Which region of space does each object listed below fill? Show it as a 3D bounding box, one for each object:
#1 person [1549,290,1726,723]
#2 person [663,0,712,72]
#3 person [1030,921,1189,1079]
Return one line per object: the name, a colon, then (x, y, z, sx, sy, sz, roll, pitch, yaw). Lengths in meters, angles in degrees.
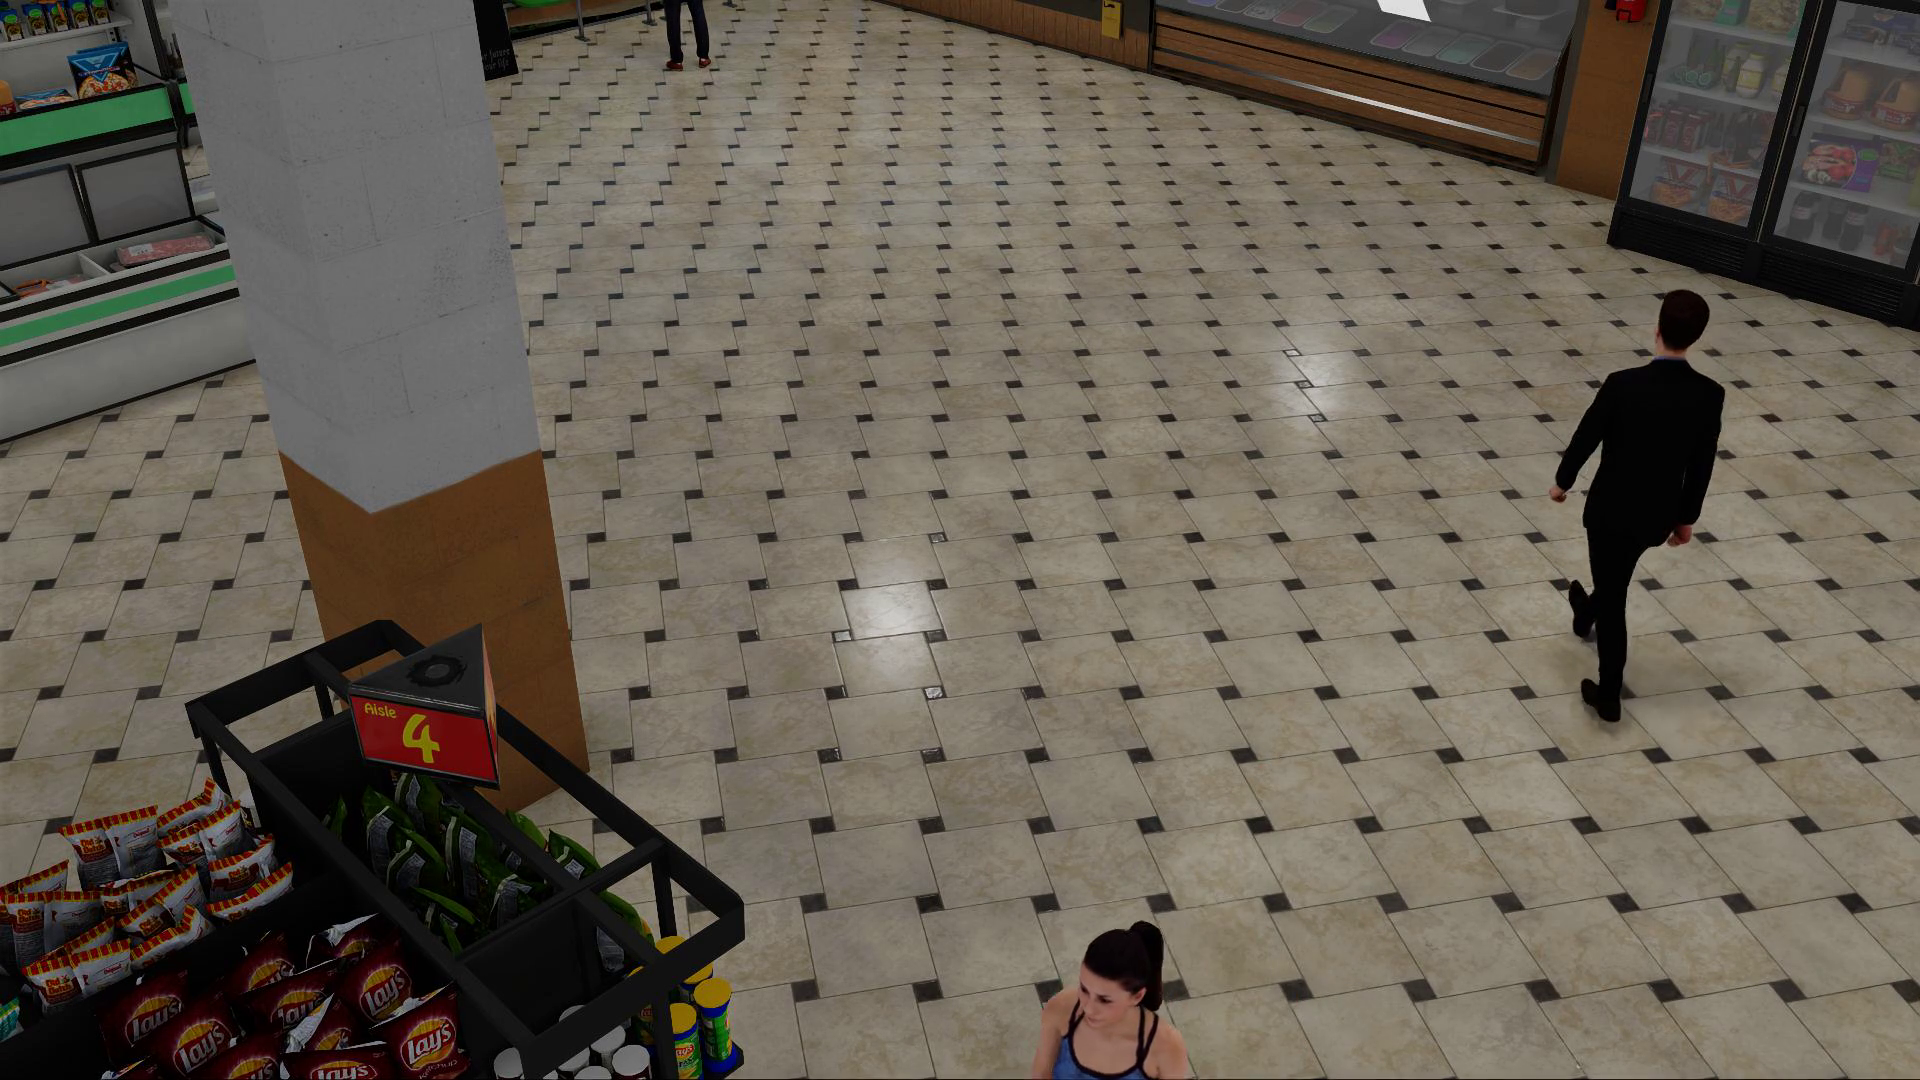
person: (2.837, -0.084, 6.983, 1.188, 1.838, 1.260, 1, 32, 1)
person: (-2.580, -5.269, 15.330, 0.713, 1.824, 0.845, -10, 33, -16)
person: (0.426, 1.617, 4.477, 0.605, 1.598, 0.633, 21, 38, 30)
